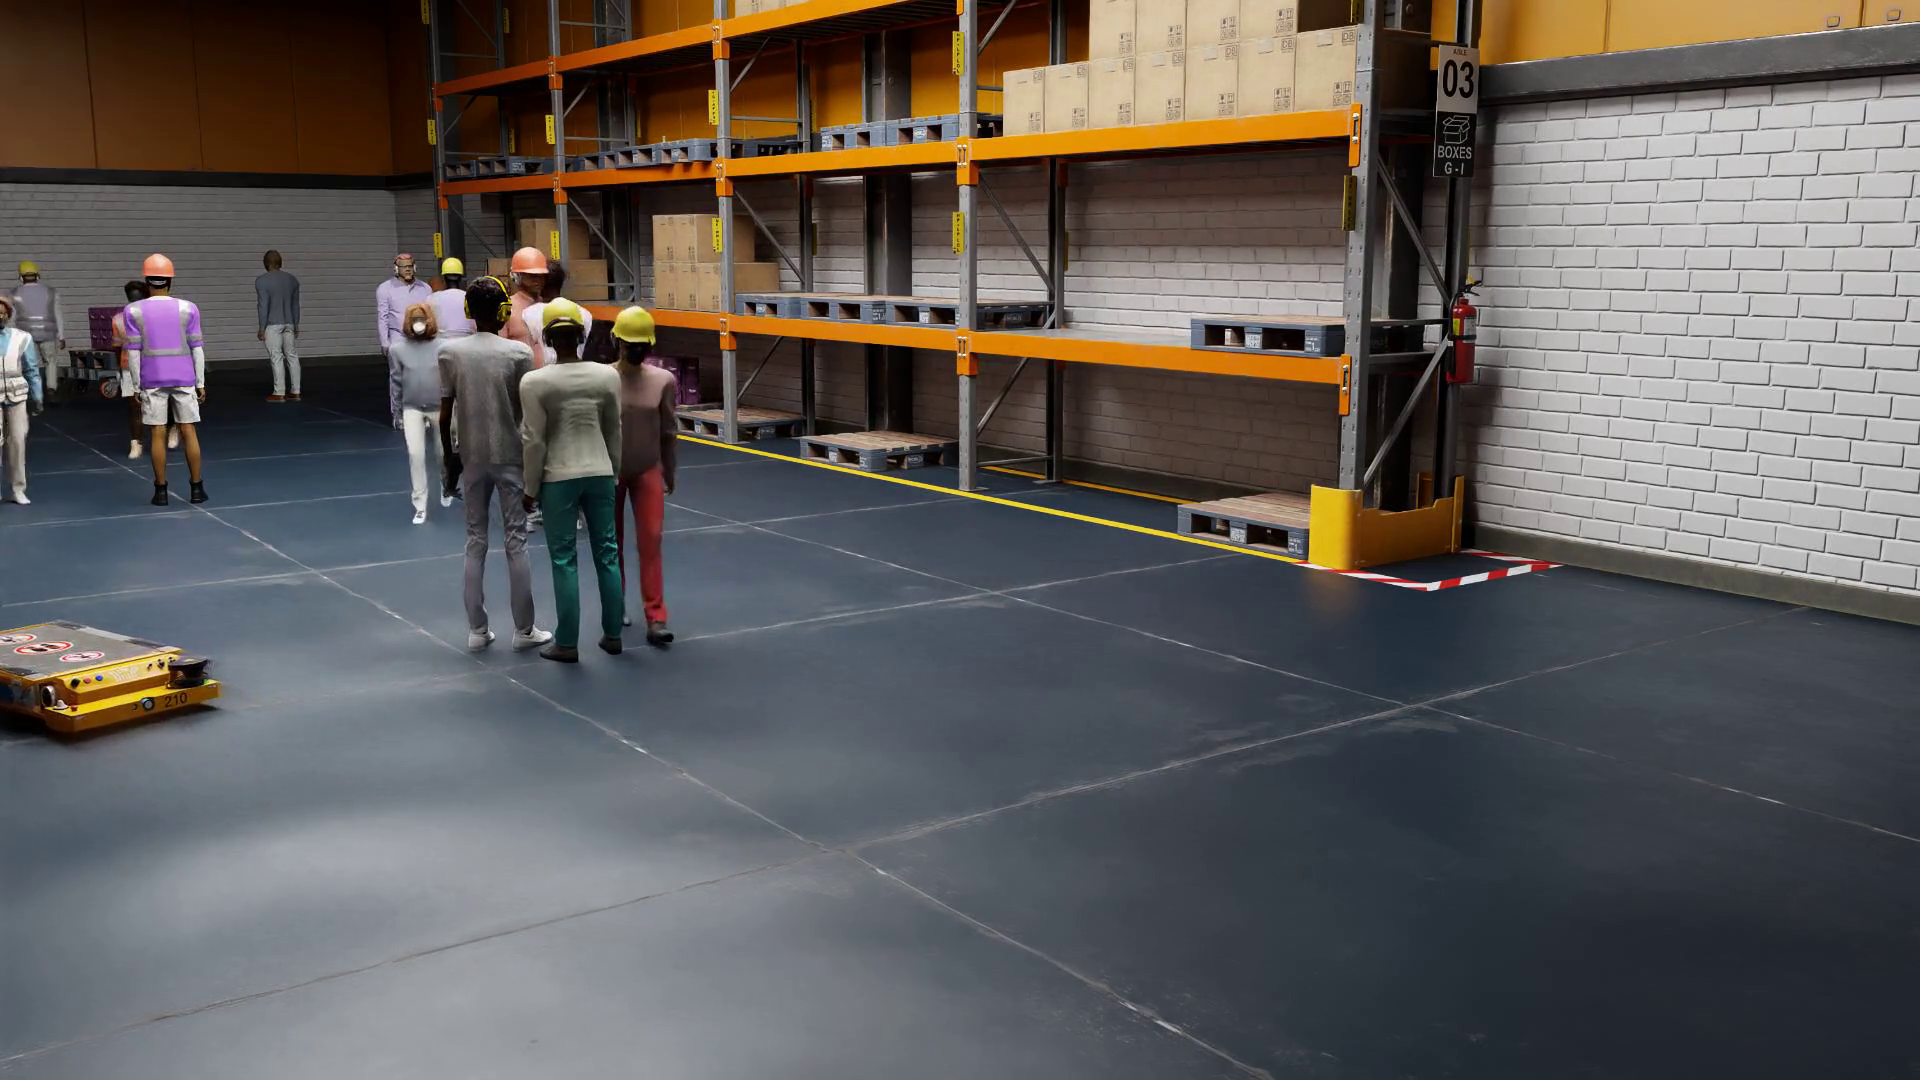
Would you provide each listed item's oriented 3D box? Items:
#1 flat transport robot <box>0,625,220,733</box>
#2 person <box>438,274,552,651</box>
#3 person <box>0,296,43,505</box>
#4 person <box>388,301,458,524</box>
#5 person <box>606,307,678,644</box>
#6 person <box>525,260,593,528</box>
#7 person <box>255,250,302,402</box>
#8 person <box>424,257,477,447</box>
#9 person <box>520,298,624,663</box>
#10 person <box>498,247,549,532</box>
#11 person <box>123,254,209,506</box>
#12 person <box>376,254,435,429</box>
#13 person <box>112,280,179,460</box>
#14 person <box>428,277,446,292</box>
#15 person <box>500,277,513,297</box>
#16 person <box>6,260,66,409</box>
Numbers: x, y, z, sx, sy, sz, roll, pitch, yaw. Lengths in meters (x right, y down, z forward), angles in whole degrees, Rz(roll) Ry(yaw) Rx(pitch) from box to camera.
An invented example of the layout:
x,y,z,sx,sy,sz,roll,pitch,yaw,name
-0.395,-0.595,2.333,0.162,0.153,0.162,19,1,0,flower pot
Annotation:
x,y,z,sx,sy,sz,roll,pitch,yaw,name
-4.013,0.581,7.395,1.431,0.197,0.652,7,12,33,flat transport robot
-2.313,-0.373,8.263,0.532,1.869,0.311,1,10,5,person
-7.351,-1.061,12.769,0.404,1.622,0.553,10,14,44,person
-3.927,-0.958,12.285,0.511,1.619,0.722,-2,10,-10,person
-1.692,-0.337,8.507,0.543,1.696,0.922,-4,11,-22,person
-2.927,-1.040,11.909,0.629,1.893,0.649,-9,13,-40,person
-8.700,-2.726,21.243,0.352,1.937,0.635,5,11,27,person
-5.054,-1.884,16.673,0.596,1.888,0.938,-5,11,-26,person
-1.881,-0.286,8.075,0.523,1.763,0.329,-8,13,-38,person
-3.012,-1.054,11.724,0.396,1.992,0.622,8,13,36,person
-6.133,-1.230,12.870,0.544,1.939,0.354,-5,11,-27,person
-6.033,-2.171,18.224,0.651,1.907,0.409,-8,13,-39,person
-7.749,-1.625,15.803,0.545,1.681,0.687,-1,10,-7,person
-6.523,-2.495,20.908,0.510,1.597,0.828,-4,11,-20,person
-5.393,-2.274,19.606,0.503,1.629,0.282,-10,14,-43,person
-11.265,-2.494,20.275,0.619,1.818,0.421,-7,12,-33,person
